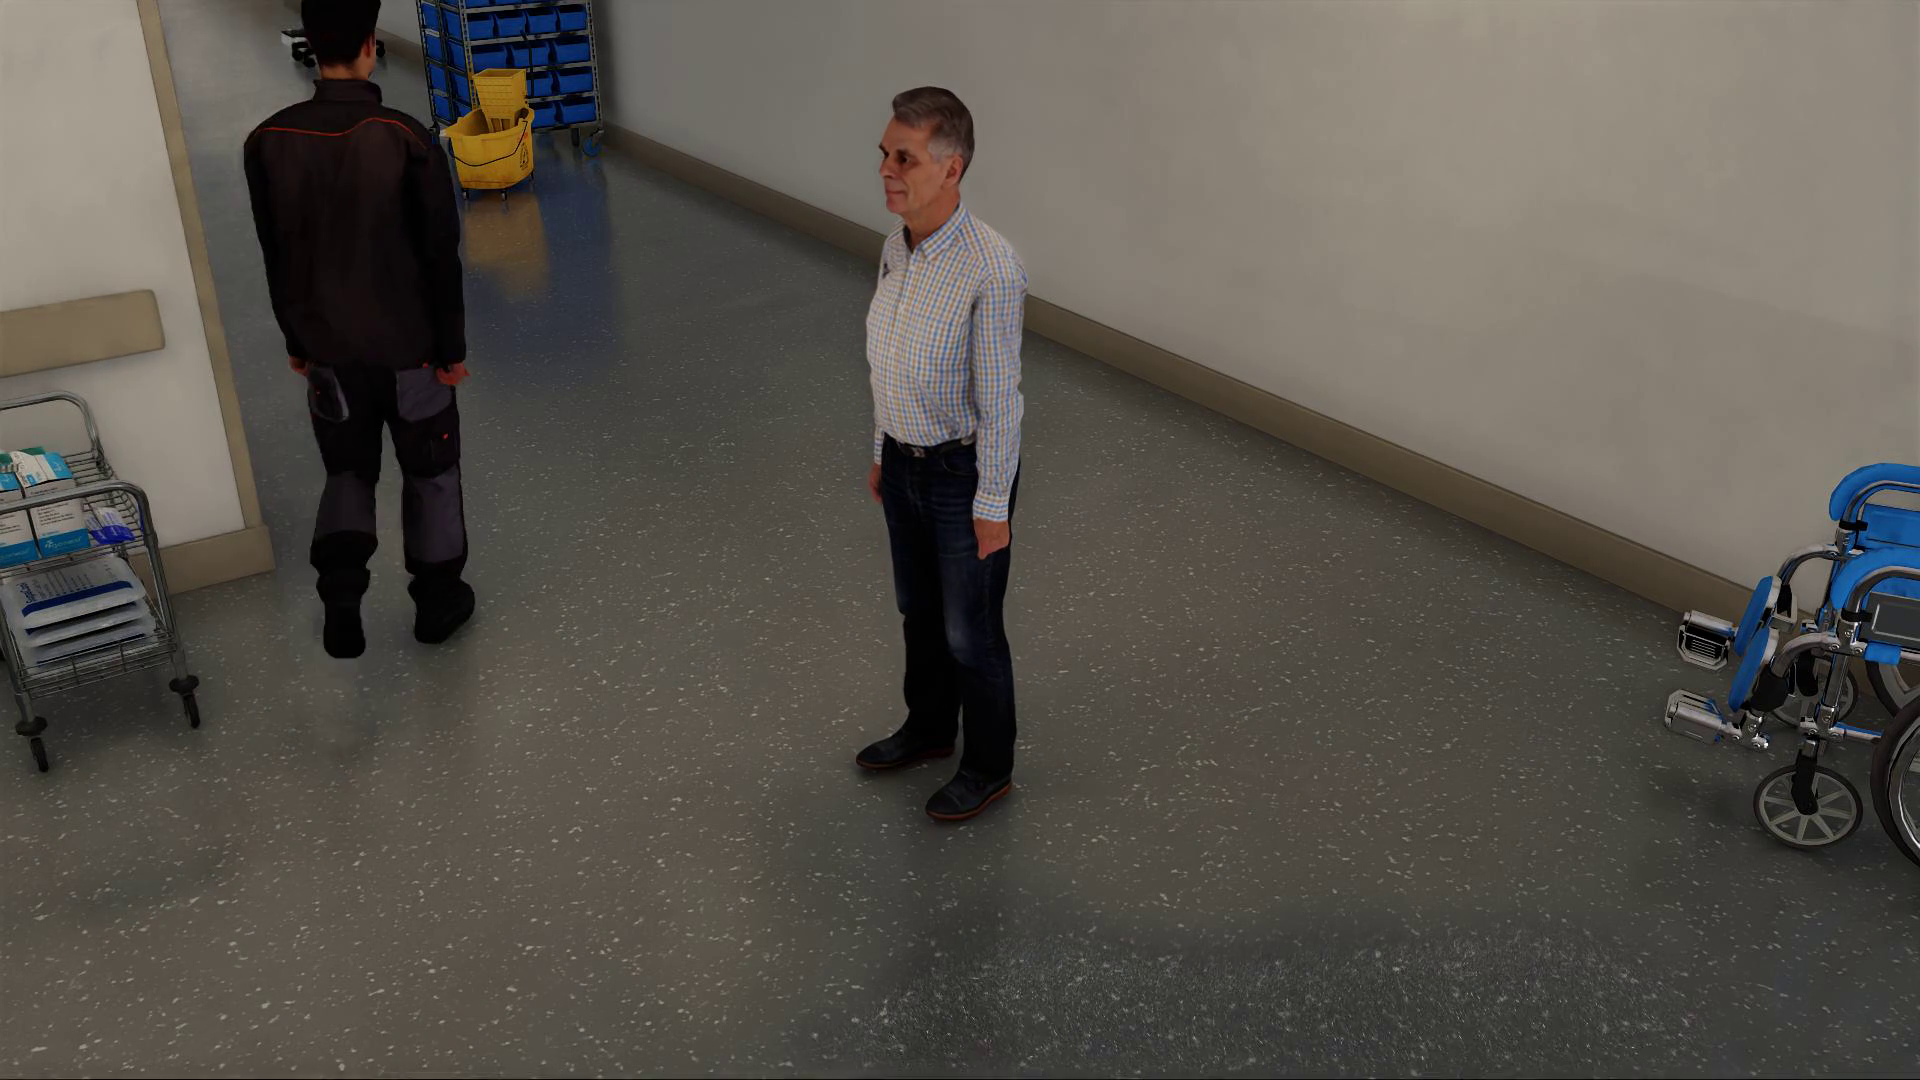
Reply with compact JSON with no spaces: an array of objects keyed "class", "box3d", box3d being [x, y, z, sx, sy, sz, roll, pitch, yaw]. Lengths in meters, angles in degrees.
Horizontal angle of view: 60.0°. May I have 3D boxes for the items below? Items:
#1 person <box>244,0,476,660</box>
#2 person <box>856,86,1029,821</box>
[{"class":"person","box3d":[-1.658,-0.527,4.610,1.024,1.927,1.036,-1,26,-2]},{"class":"person","box3d":[-0.030,-0.182,4.022,0.559,1.817,0.656,-19,32,-34]}]
